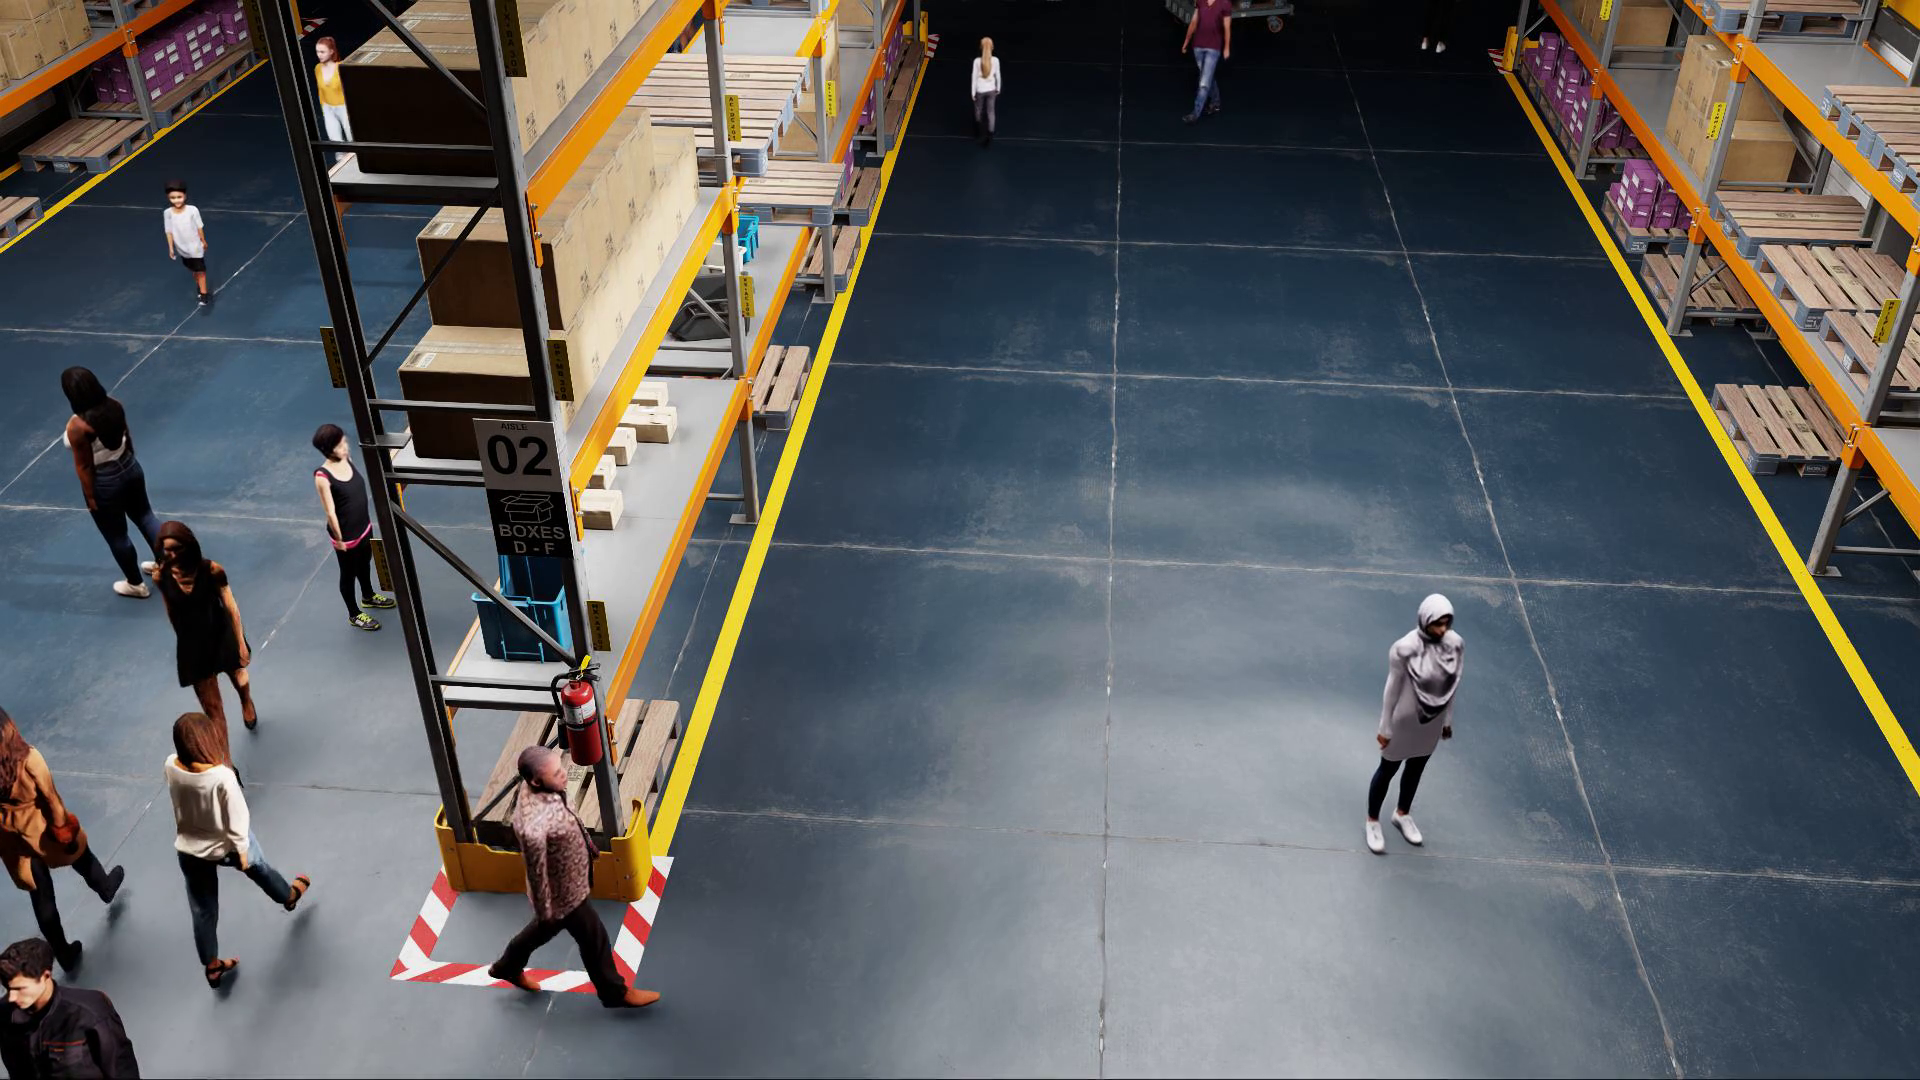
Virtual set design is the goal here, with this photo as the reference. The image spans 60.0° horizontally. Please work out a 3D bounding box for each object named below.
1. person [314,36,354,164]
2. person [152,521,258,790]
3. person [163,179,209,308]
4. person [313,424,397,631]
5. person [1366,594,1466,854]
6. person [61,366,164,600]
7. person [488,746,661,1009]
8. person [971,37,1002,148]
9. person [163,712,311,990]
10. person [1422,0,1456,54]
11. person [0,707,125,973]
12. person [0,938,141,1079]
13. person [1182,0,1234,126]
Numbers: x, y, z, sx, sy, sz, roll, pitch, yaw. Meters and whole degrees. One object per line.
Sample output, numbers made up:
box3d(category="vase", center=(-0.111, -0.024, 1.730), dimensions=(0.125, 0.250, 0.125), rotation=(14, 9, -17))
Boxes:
box3d(category="person", center=(-6.778, -4.677, 18.333), dimensions=(0.656, 1.728, 0.988), rotation=(7, 34, 10))
box3d(category="person", center=(-4.616, 0.617, 10.327), dimensions=(0.901, 1.775, 1.256), rotation=(-9, 35, -14))
box3d(category="person", center=(-7.477, -2.899, 16.115), dimensions=(0.644, 1.222, 0.912), rotation=(-7, 34, -10))
box3d(category="person", center=(-4.281, -0.116, 11.631), dimensions=(0.613, 1.552, 0.463), rotation=(6, 34, 9))
box3d(category="person", center=(2.637, 1.051, 9.673), dimensions=(0.676, 1.776, 0.641), rotation=(-7, 34, -11))
box3d(category="person", center=(-6.022, -0.421, 11.856), dimensions=(0.767, 1.810, 0.633), rotation=(12, 36, 18))
box3d(category="person", center=(-2.161, 1.751, 8.602), dimensions=(0.907, 1.795, 1.144), rotation=(-5, 34, -7))
box3d(category="person", center=(0.314, -5.269, 19.655), dimensions=(0.583, 1.251, 0.899), rotation=(-2, 34, -4))
box3d(category="person", center=(-4.016, 1.682, 8.843), dimensions=(0.706, 1.643, 1.067), rotation=(7, 34, 10))
box3d(category="person", center=(6.574, -7.463, 22.551), dimensions=(0.717, 1.699, 0.722), rotation=(18, 38, 25))
box3d(category="person", center=(-4.973, 1.625, 8.877), dimensions=(0.845, 1.701, 1.034), rotation=(-3, 34, -5))
box3d(category="person", center=(-3.884, 2.468, 7.387), dimensions=(0.696, 1.946, 0.578), rotation=(4, 34, 6))
box3d(category="person", center=(3.075, -6.021, 20.289), dimensions=(1.224, 1.801, 1.122), rotation=(-28, 43, -36))
